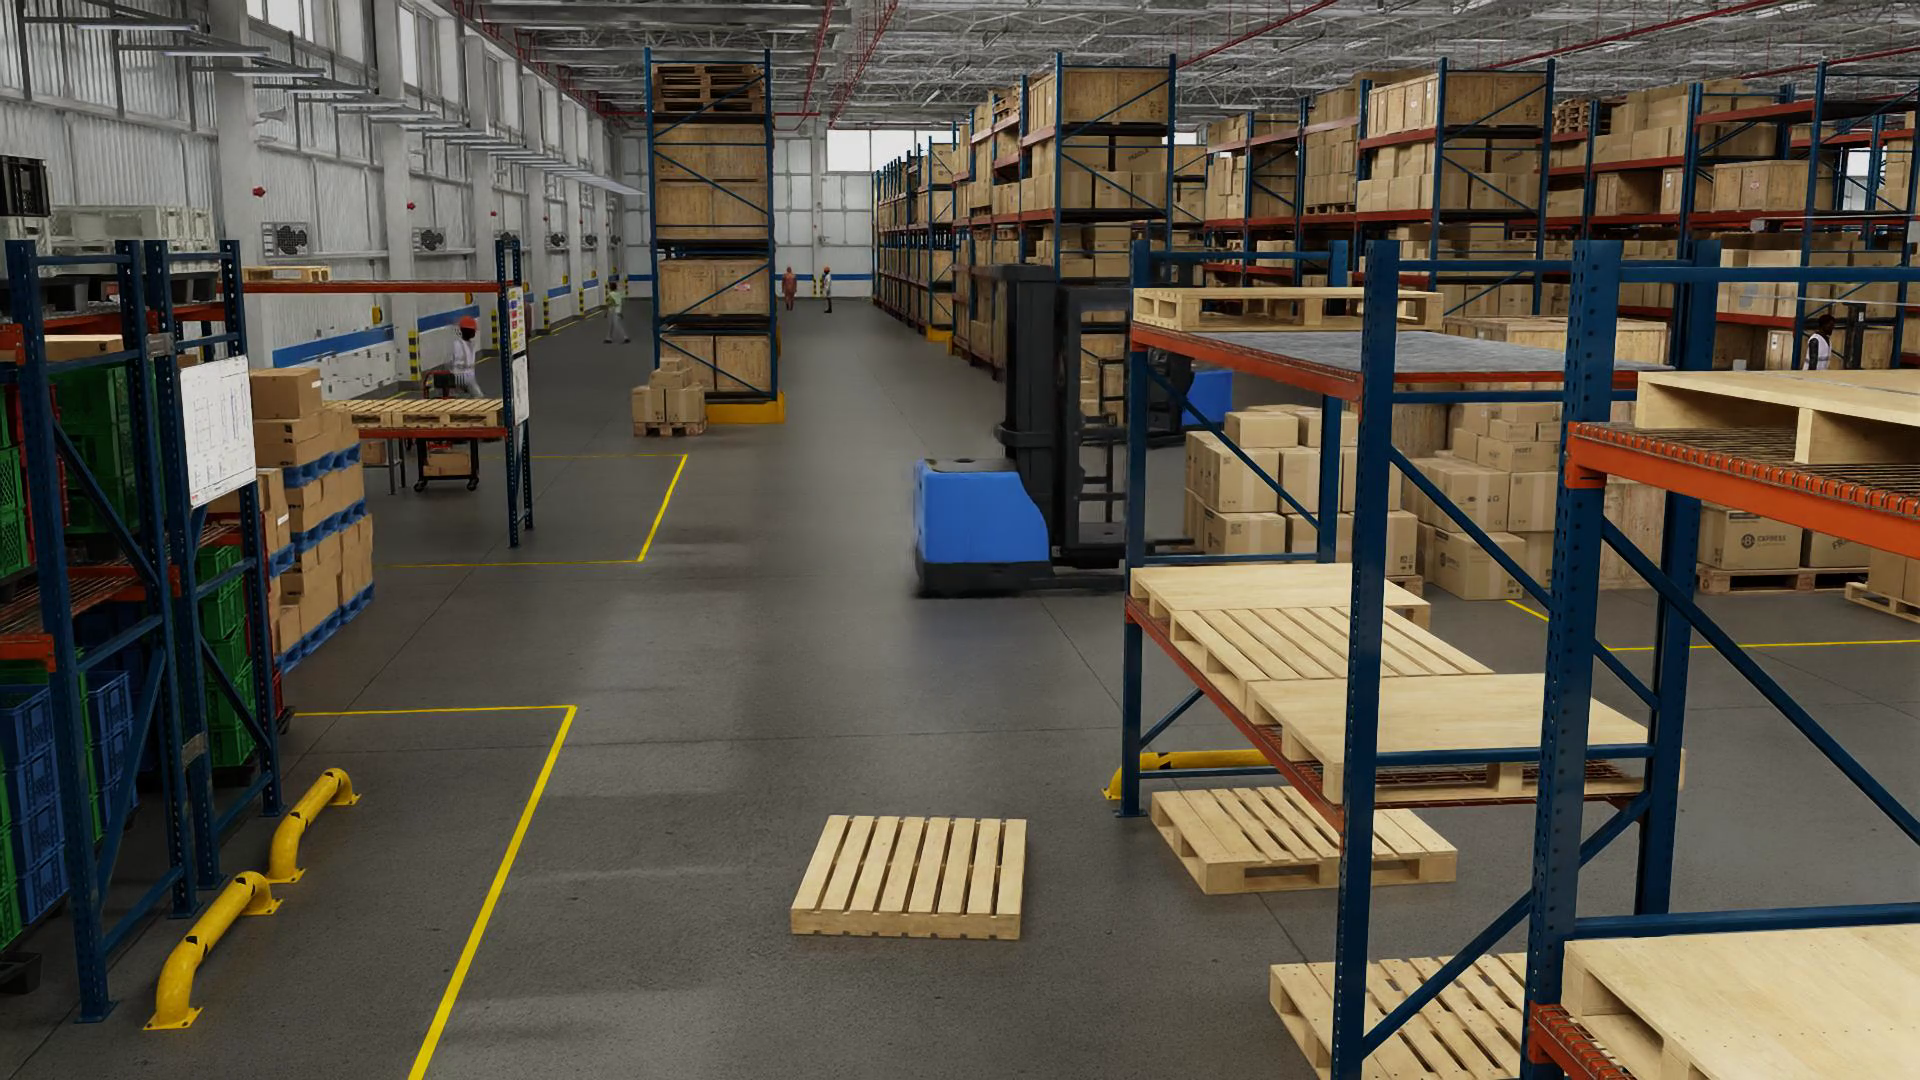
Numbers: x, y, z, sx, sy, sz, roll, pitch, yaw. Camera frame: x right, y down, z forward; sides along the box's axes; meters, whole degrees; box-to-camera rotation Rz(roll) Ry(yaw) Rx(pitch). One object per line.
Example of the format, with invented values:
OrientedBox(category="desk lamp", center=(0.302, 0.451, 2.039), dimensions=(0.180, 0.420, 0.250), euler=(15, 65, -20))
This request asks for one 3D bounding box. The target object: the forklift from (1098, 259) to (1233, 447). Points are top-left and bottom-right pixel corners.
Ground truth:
OrientedBox(category="forklift", center=(3.087, -2.866, 24.812), dimensions=(1.873, 2.768, 1.129), euler=(-7, 12, -34))

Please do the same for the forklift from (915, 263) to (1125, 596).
OrientedBox(category="forklift", center=(0.574, -0.996, 14.451), dimensions=(1.873, 2.768, 1.129), euler=(-1, 10, -6))

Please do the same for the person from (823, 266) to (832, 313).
OrientedBox(category="person", center=(-5.525, -10.444, 69.414), dimensions=(0.379, 1.938, 0.547), euler=(-1, 10, -6))

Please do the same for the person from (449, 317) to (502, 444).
OrientedBox(category="person", center=(-7.241, -2.350, 24.681), dimensions=(0.887, 1.900, 0.572), euler=(3, 11, 15))

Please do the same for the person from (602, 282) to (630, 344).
OrientedBox(category="person", center=(-10.118, -6.681, 48.953), dimensions=(0.959, 1.801, 0.569), euler=(2, 11, 14))

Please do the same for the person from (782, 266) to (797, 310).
OrientedBox(category="person", center=(-7.387, -10.932, 72.251), dimensions=(0.646, 1.892, 0.442), euler=(-1, 10, -5))

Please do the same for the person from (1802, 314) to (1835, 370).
OrientedBox(category="person", center=(13.140, -2.504, 25.509), dimensions=(0.397, 1.911, 0.587), euler=(10, 14, 44))

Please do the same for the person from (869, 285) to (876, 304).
OrientedBox(category="person", center=(-3.871, -11.902, 78.481), dimensions=(0.920, 1.585, 0.505), euler=(-2, 10, -12))

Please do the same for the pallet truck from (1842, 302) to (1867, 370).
OrientedBox(category="pallet truck", center=(15.846, -3.142, 28.793), dimensions=(1.885, 1.965, 0.823), euler=(2, 10, 12))

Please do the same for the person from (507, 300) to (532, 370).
OrientedBox(category="person", center=(-10.328, -4.913, 38.864), dimensions=(0.652, 1.904, 0.402), euler=(3, 11, 16))
